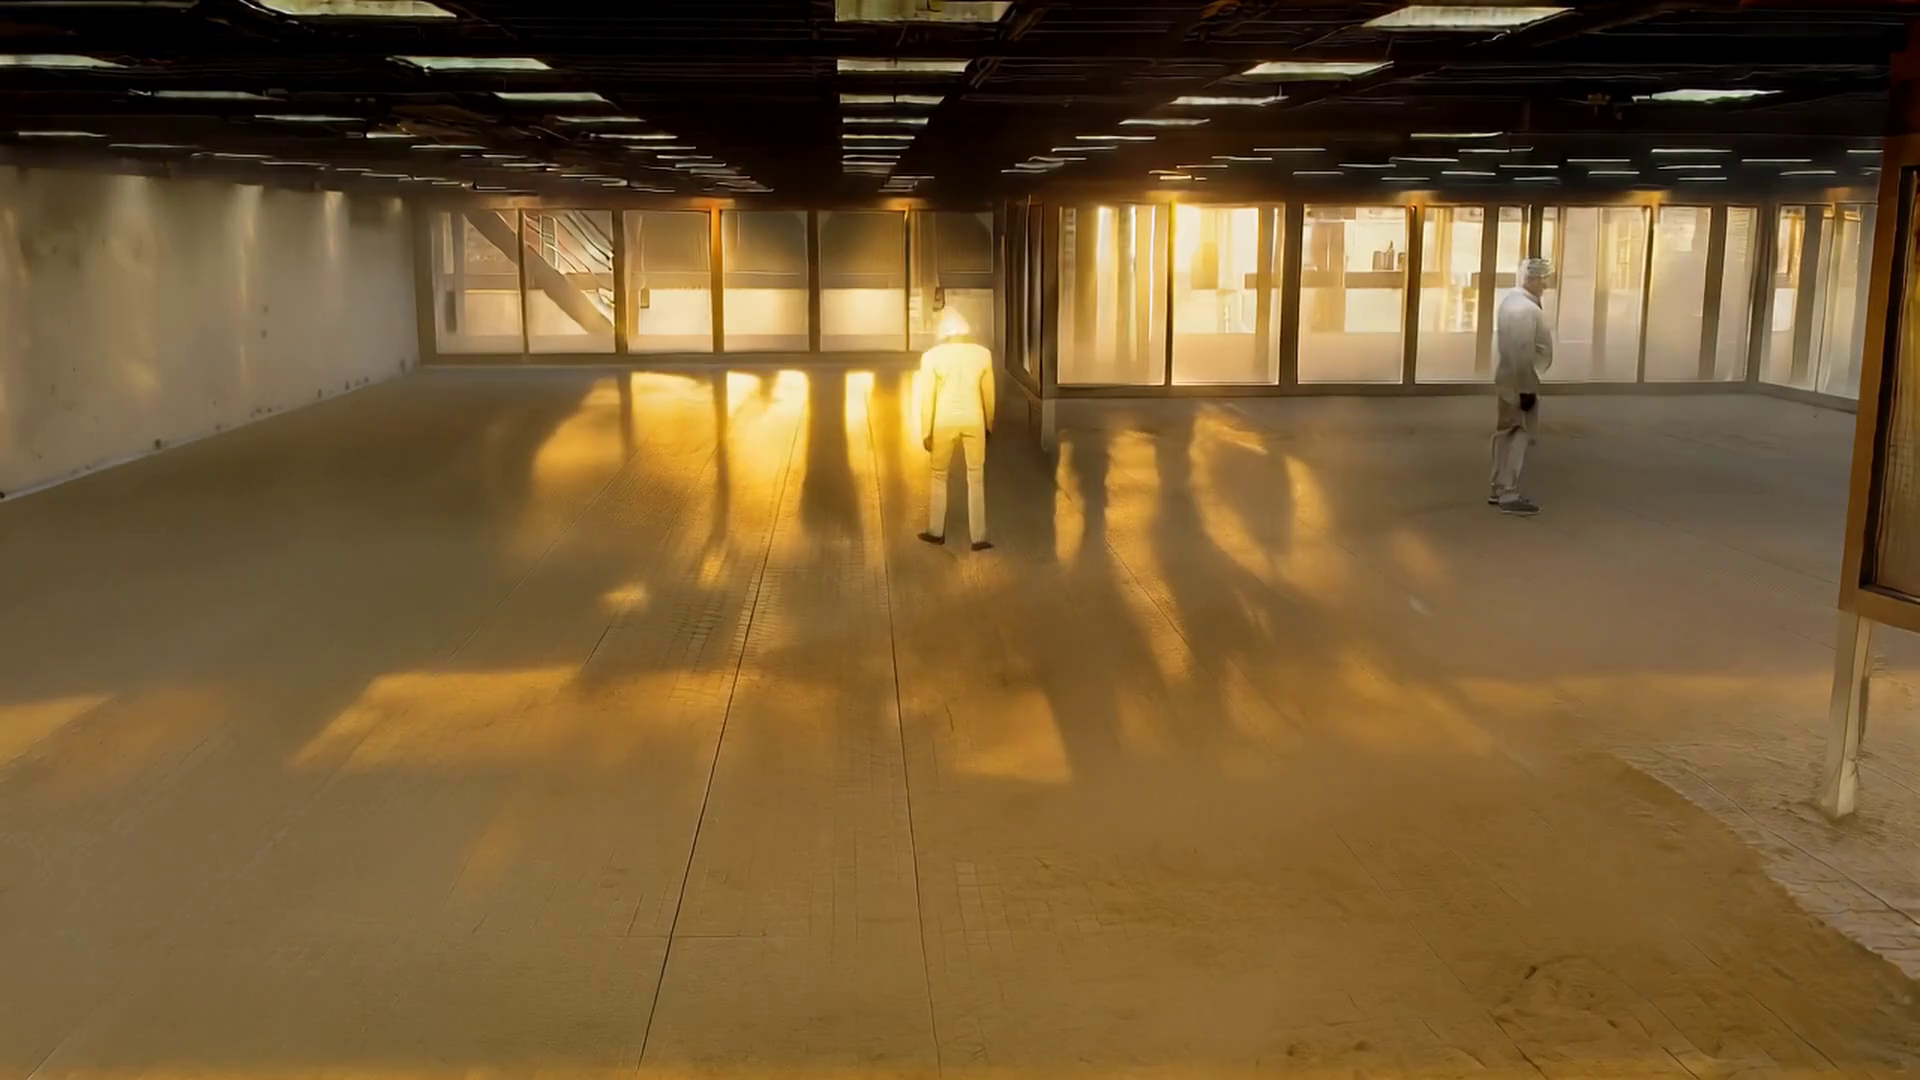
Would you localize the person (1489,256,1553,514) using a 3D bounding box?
[{"bbox_3d":[4.218,-1.161,12.456,0.402,1.904,0.652,1,11,8],"label":"person"}]

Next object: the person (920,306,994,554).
[{"bbox_3d":[-0.012,-0.722,10.914,0.510,1.601,0.571,-2,11,-13],"label":"person"}]
